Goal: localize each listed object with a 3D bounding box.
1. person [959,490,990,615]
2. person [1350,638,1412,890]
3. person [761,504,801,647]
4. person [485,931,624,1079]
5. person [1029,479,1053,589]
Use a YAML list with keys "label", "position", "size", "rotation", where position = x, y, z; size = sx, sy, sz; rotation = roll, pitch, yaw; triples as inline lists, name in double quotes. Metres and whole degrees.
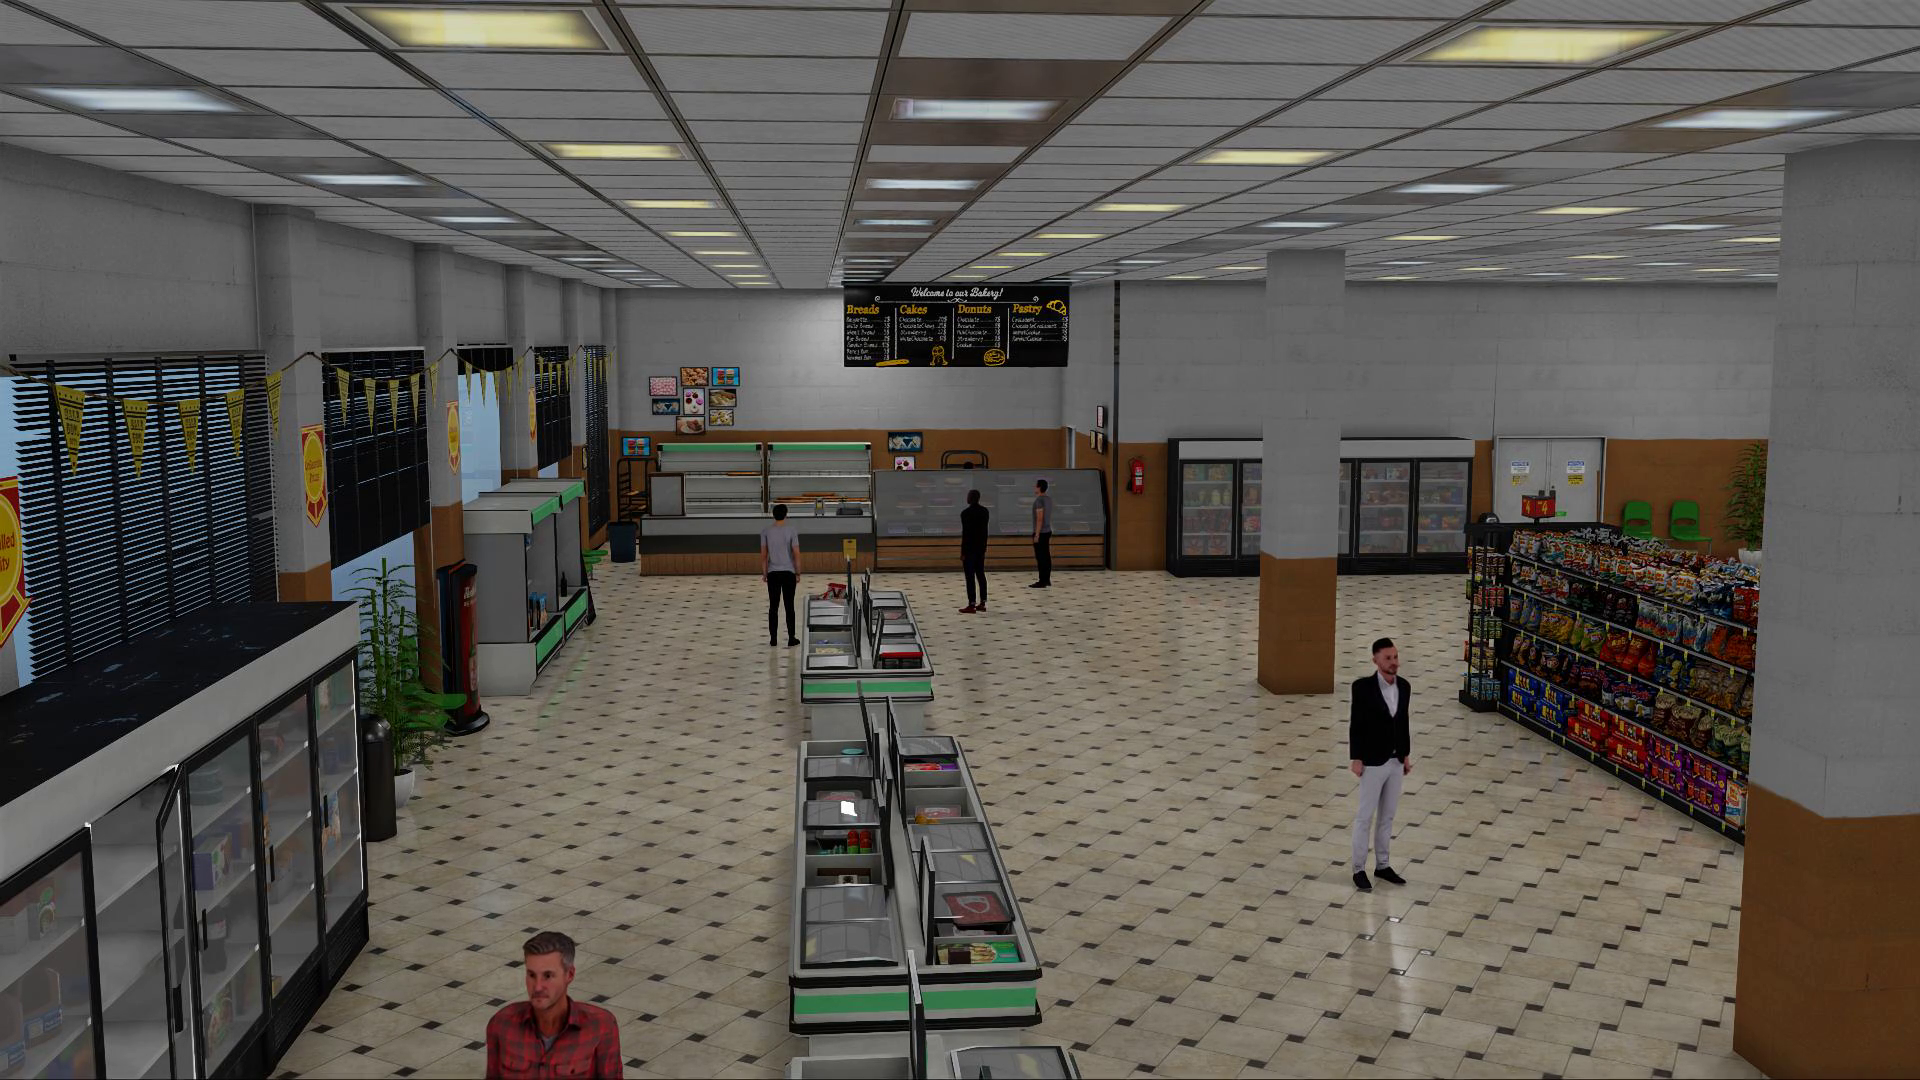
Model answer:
- label: "person"
  position: [0.208, 0.160, 24.443]
  size: [0.831, 1.818, 0.783]
  rotation: [6, 9, 42]
- label: "person"
  position: [3.092, 1.621, 12.250]
  size: [0.710, 1.843, 0.646]
  rotation: [-2, 7, -19]
- label: "person"
  position: [-2.349, 0.455, 21.814]
  size: [0.700, 1.863, 0.612]
  rotation: [1, 7, 5]
- label: "person"
  position: [-1.530, 2.351, 6.258]
  size: [0.703, 1.831, 0.571]
  rotation: [0, 7, 1]
- label: "person"
  position: [1.328, -0.115, 26.982]
  size: [0.763, 1.754, 0.633]
  rotation: [3, 7, 22]
